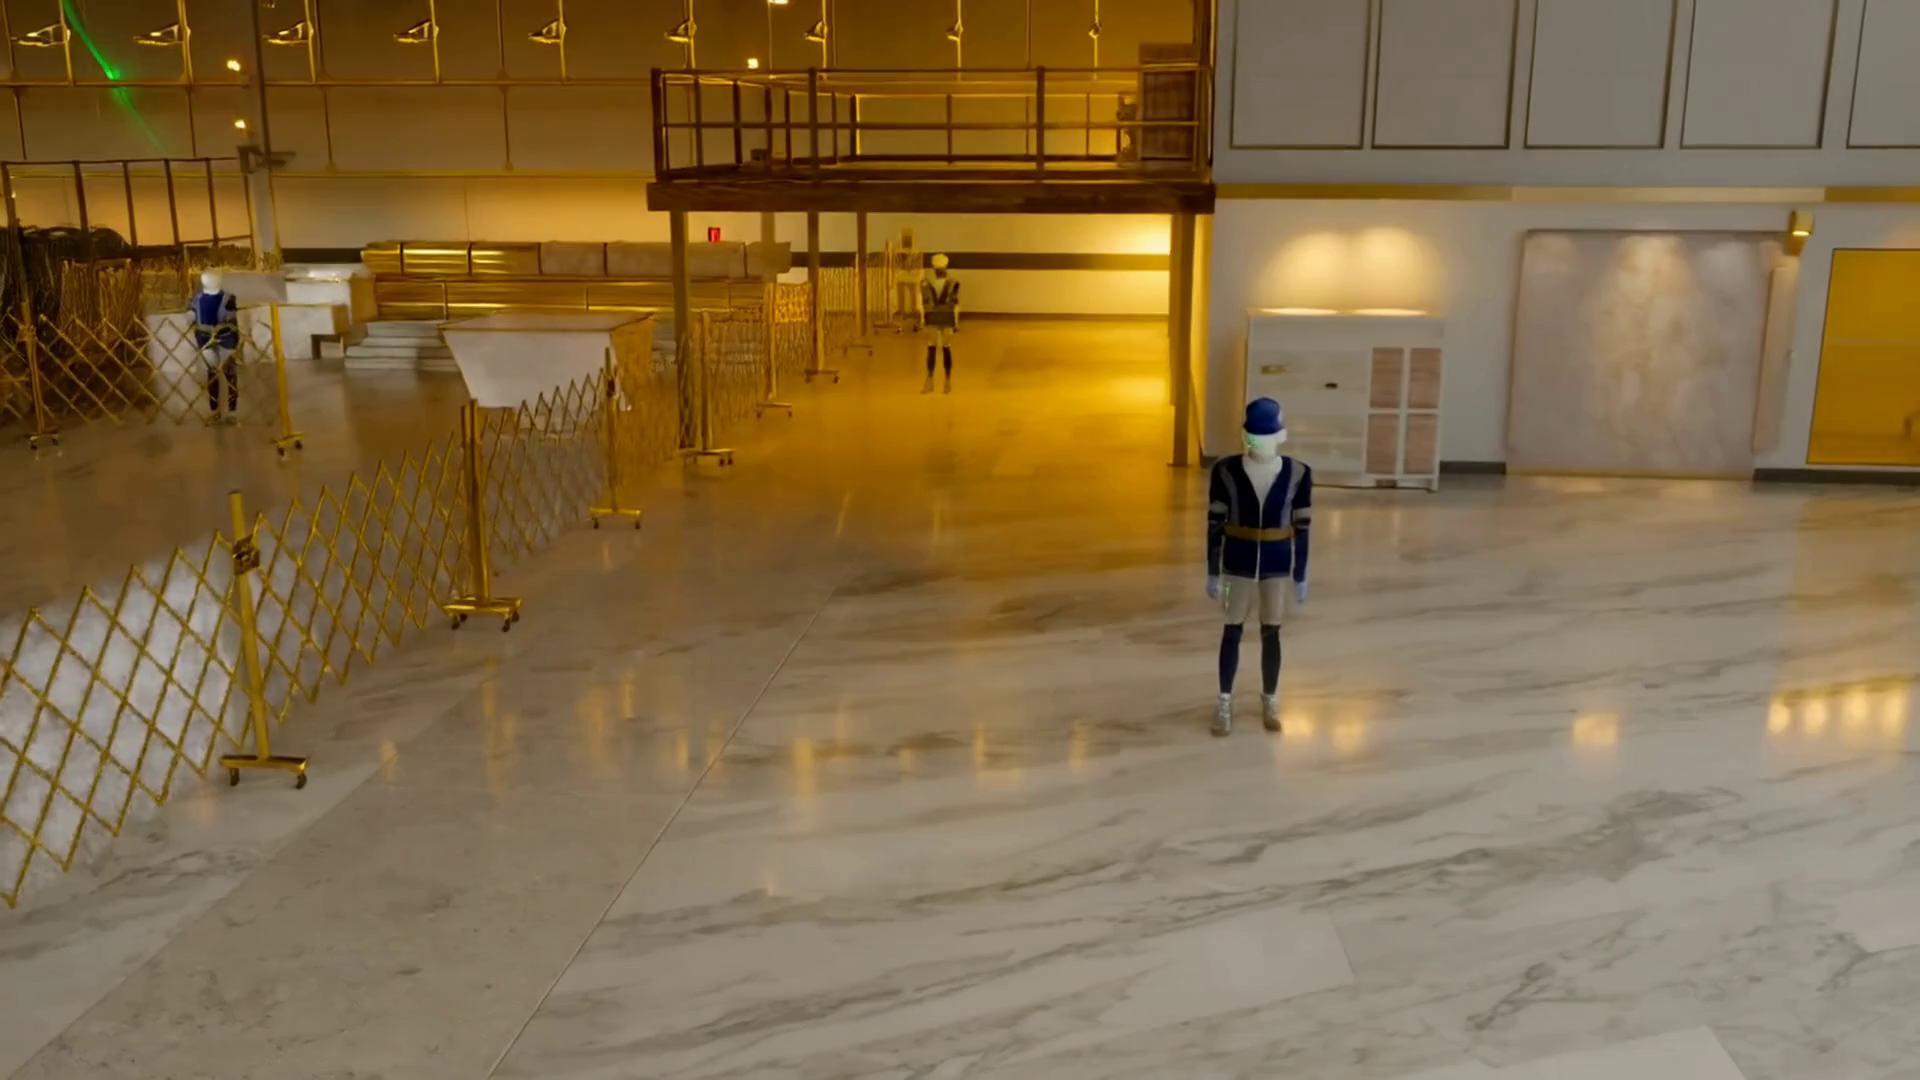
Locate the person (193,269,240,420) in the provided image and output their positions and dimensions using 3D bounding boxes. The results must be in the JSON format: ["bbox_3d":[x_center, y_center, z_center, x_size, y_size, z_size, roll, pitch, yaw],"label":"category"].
[{"bbox_3d":[-9.330,-2.448,20.876,0.573,1.883,0.356,2,14,7],"label":"person"}]

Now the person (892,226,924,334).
[{"bbox_3d":[-0.938,-4.652,29.796,0.585,1.927,0.366,2,14,7],"label":"person"}]

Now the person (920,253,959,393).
[{"bbox_3d":[-0.285,-3.000,23.035,0.542,1.931,0.366,2,14,7],"label":"person"}]

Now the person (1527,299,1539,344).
[{"bbox_3d":[6.085,-1.741,18.000,0.508,1.872,0.329,2,14,7],"label":"person"}]

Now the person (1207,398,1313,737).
[{"bbox_3d":[1.761,0.170,9.842,0.606,2.044,0.374,2,14,7],"label":"person"}]
